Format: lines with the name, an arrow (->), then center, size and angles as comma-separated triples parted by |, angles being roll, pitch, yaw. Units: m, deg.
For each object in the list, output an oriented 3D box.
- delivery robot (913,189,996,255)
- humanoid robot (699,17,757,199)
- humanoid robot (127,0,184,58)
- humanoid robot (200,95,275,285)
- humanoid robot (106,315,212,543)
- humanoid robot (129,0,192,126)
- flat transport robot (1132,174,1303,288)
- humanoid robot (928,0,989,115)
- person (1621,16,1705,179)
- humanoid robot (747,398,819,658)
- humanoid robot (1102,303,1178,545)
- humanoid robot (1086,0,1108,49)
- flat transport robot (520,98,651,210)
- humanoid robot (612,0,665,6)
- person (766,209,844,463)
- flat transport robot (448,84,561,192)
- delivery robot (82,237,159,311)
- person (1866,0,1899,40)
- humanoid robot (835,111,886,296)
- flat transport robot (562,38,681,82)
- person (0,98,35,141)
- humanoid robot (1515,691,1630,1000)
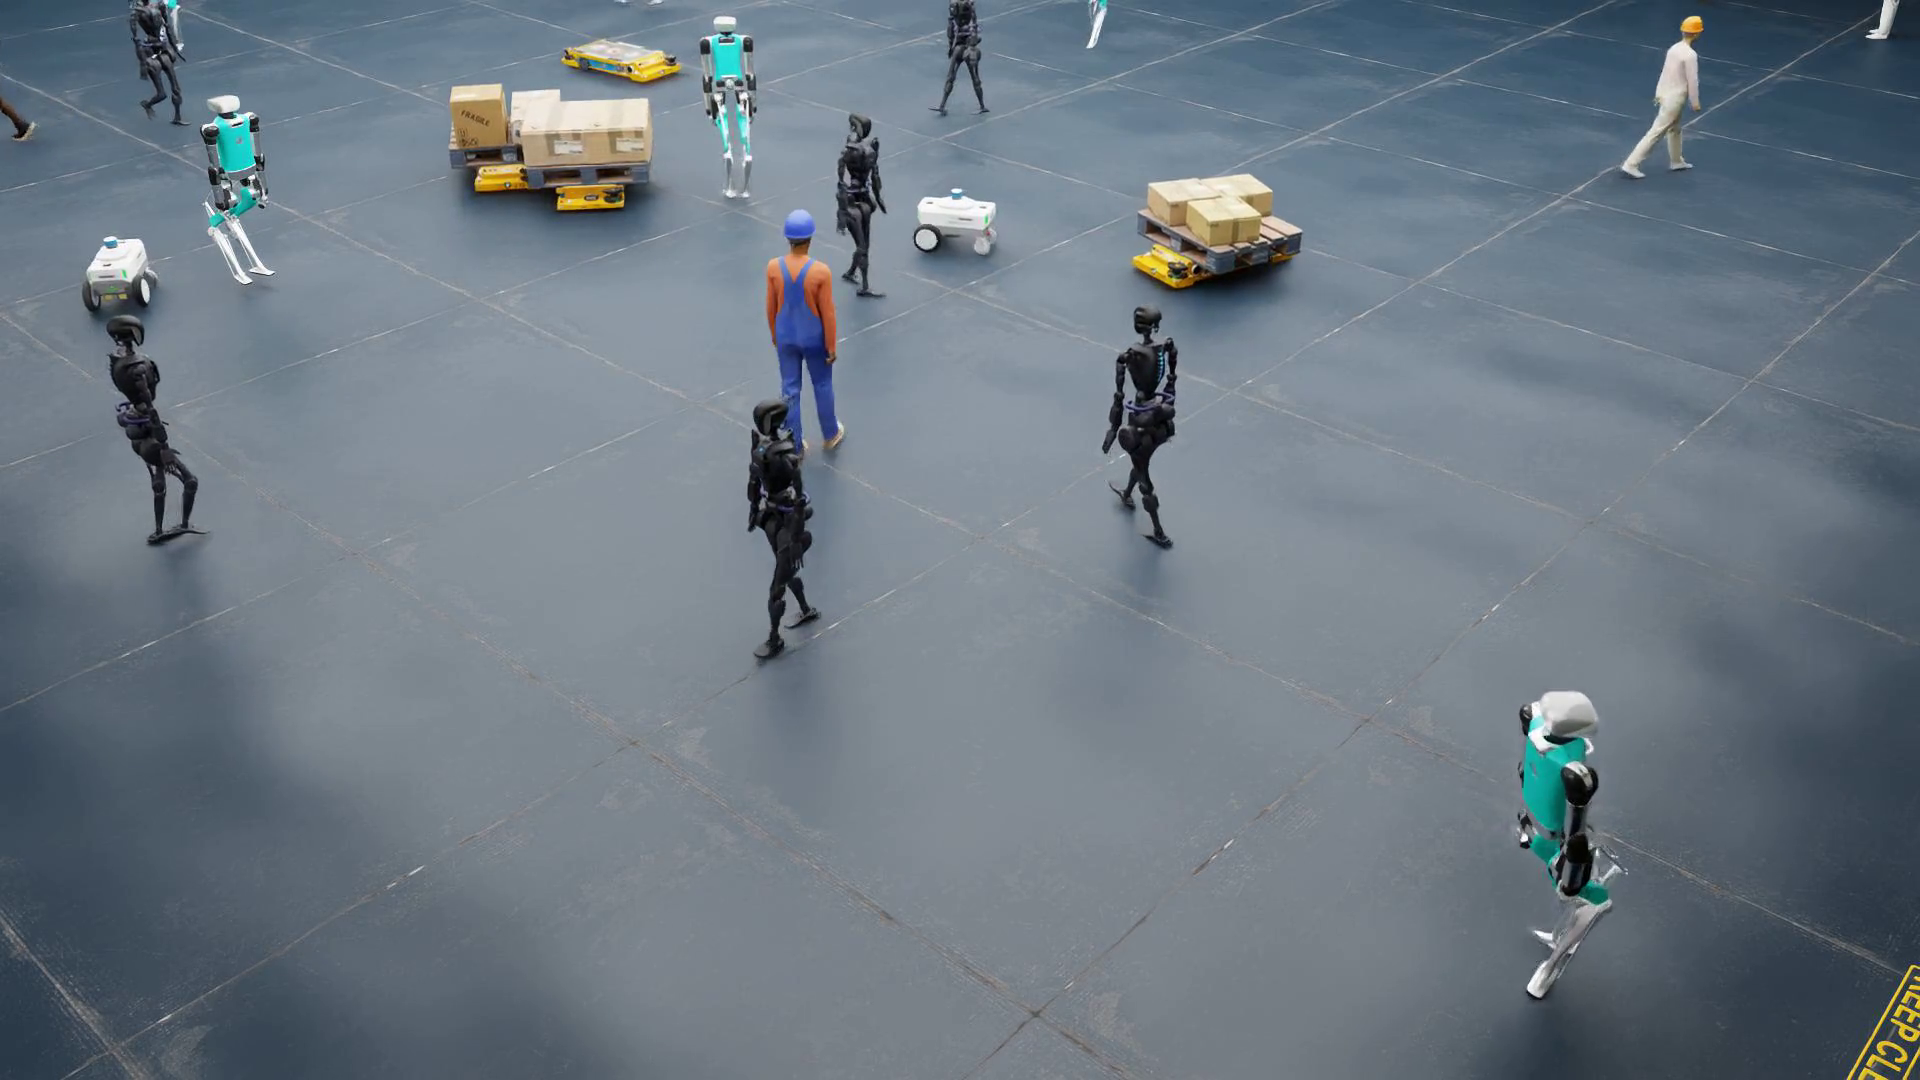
delivery robot -> -0.062, -3.024, 15.764 | 0.786, 0.608, 0.499 | 7, 33, 11
humanoid robot -> -2.269, -4.238, 16.596 | 0.535, 1.772, 0.805 | -6, 32, -9
humanoid robot -> -10.135, -6.882, 20.872 | 0.552, 1.748, 1.047 | 1, 32, 2
humanoid robot -> -6.452, -3.114, 14.651 | 0.735, 1.677, 0.533 | 19, 37, 28
humanoid robot -> -5.354, -0.728, 10.999 | 0.417, 1.648, 0.594 | -22, 38, -31
humanoid robot -> -9.026, -5.456, 18.621 | 0.494, 1.634, 0.614 | 11, 34, 18
flat transport robot -> 2.368, -2.669, 15.453 | 1.431, 0.231, 0.659 | -18, 36, -27
humanoid robot -> 0.014, -5.632, 18.917 | 0.715, 1.627, 0.605 | -19, 37, -28
person -> 7.360, -4.570, 17.196 | 0.882, 1.649, 0.481 | -3, 32, -4
humanoid robot -> -1.127, -0.108, 10.003 | 0.636, 1.637, 0.589 | -23, 39, -32
humanoid robot -> 1.224, -0.811, 11.168 | 0.584, 1.623, 0.774 | -22, 38, -31
humanoid robot -> 1.762, -7.269, 21.522 | 0.559, 1.826, 0.887 | 12, 34, 18
flat transport robot -> -3.786, -3.738, 17.173 | 0.659, 0.231, 1.431 | -5, 32, -7
humanoid robot -> -4.429, -8.203, 23.032 | 1.035, 1.765, 0.532 | 8, 33, 13
person -> -1.118, -1.491, 12.025 | 0.526, 1.904, 0.597 | 4, 32, 7
flat transport robot -> -4.742, -4.042, 17.663 | 0.659, 0.231, 1.431 | -6, 32, -10
delivery robot -> -7.445, -2.375, 14.704 | 0.499, 0.590, 0.761 | -6, 32, -9
person -> 12.252, -7.400, 21.768 | 0.307, 1.639, 0.522 | 21, 37, 30
humanoid robot -> -0.880, -2.973, 14.642 | 0.573, 1.632, 0.610 | 20, 37, 29
flat transport robot -> -4.255, -6.010, 20.832 | 1.431, 0.231, 0.659 | 20, 37, 29
person -> -10.728, -5.283, 18.115 | 0.952, 1.909, 0.636 | 5, 32, 7
humanoid robot -> 2.840, 1.381, 7.541 | 0.837, 1.776, 0.623 | -5, 32, -8
